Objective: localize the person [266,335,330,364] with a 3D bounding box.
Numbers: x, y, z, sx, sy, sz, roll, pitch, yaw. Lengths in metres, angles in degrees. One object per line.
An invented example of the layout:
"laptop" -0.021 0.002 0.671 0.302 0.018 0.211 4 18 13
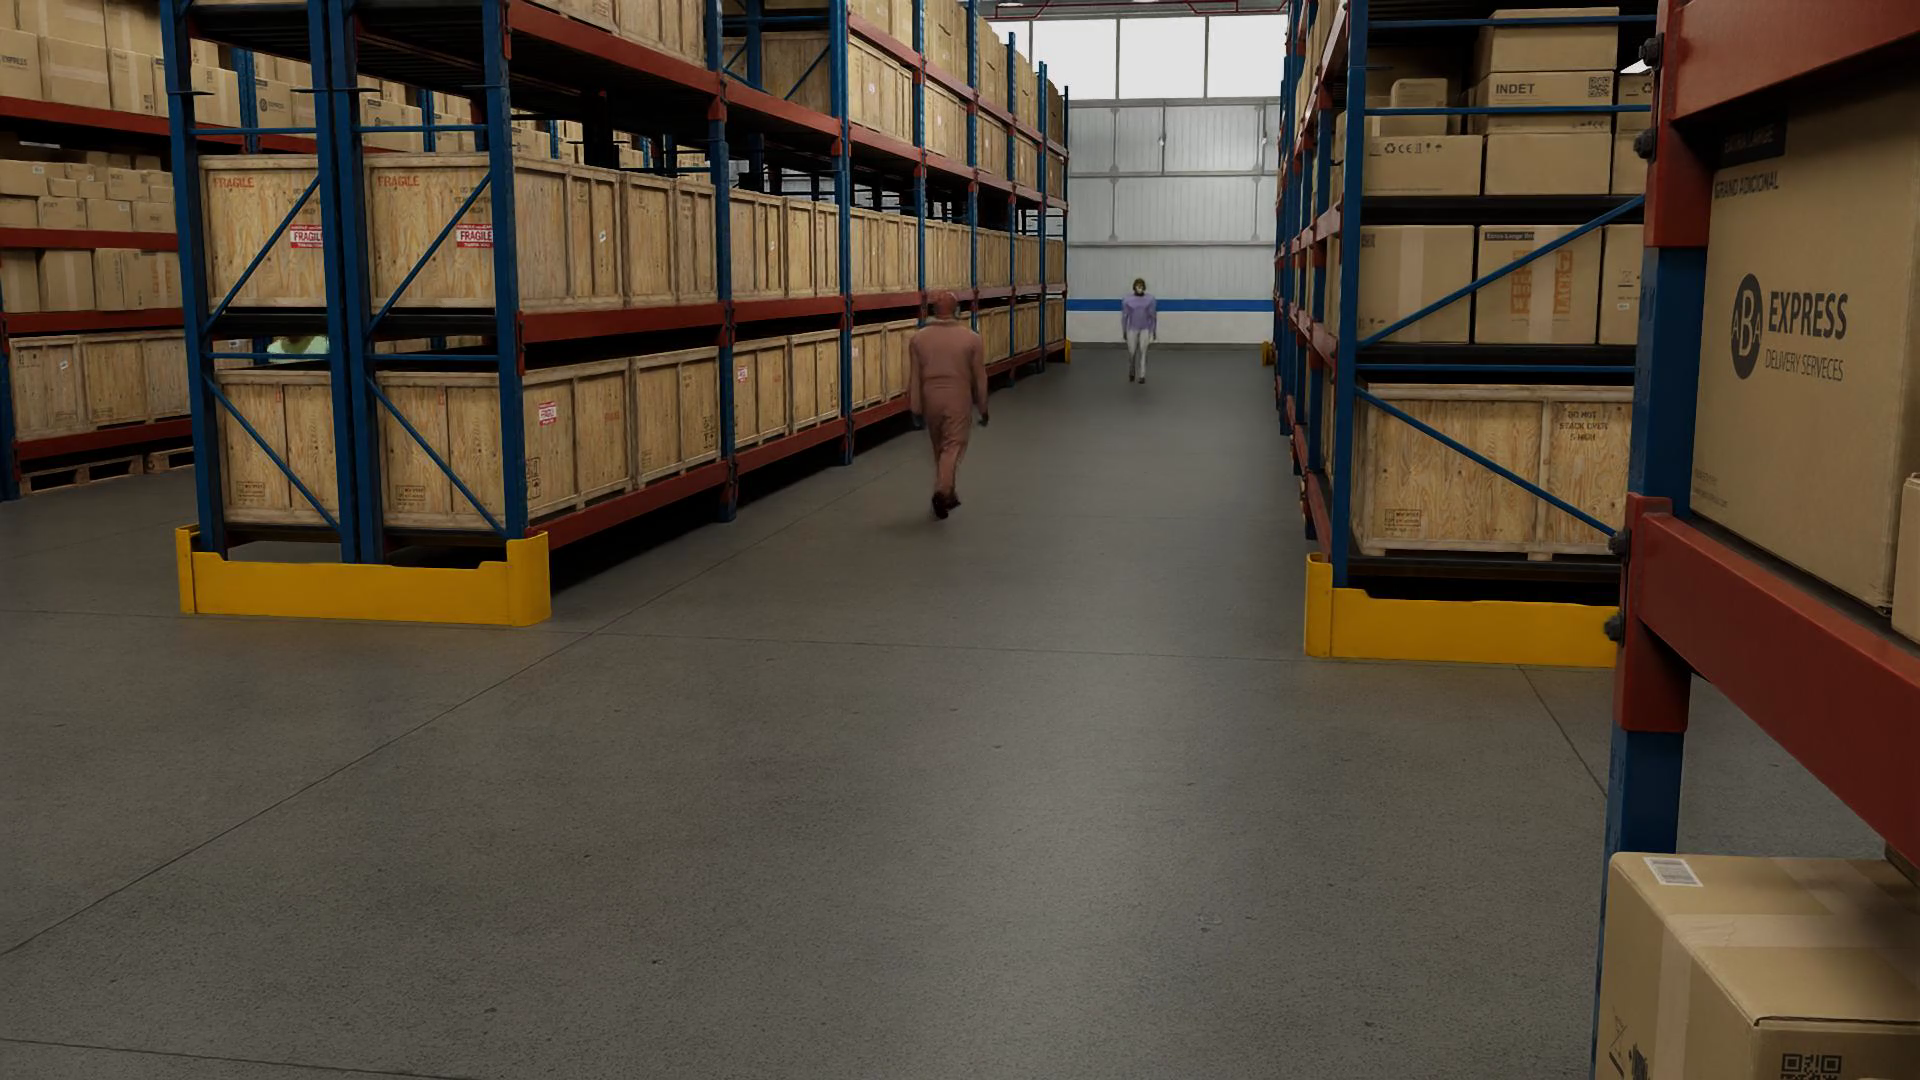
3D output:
"person" -5.027 -0.948 12.877 0.564 1.815 0.785 1 9 7

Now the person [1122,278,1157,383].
"person" 3.251 -3.781 30.133 0.640 1.921 0.542 1 9 5

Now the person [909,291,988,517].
"person" -0.110 -1.138 13.898 0.643 1.879 0.934 3 10 19
